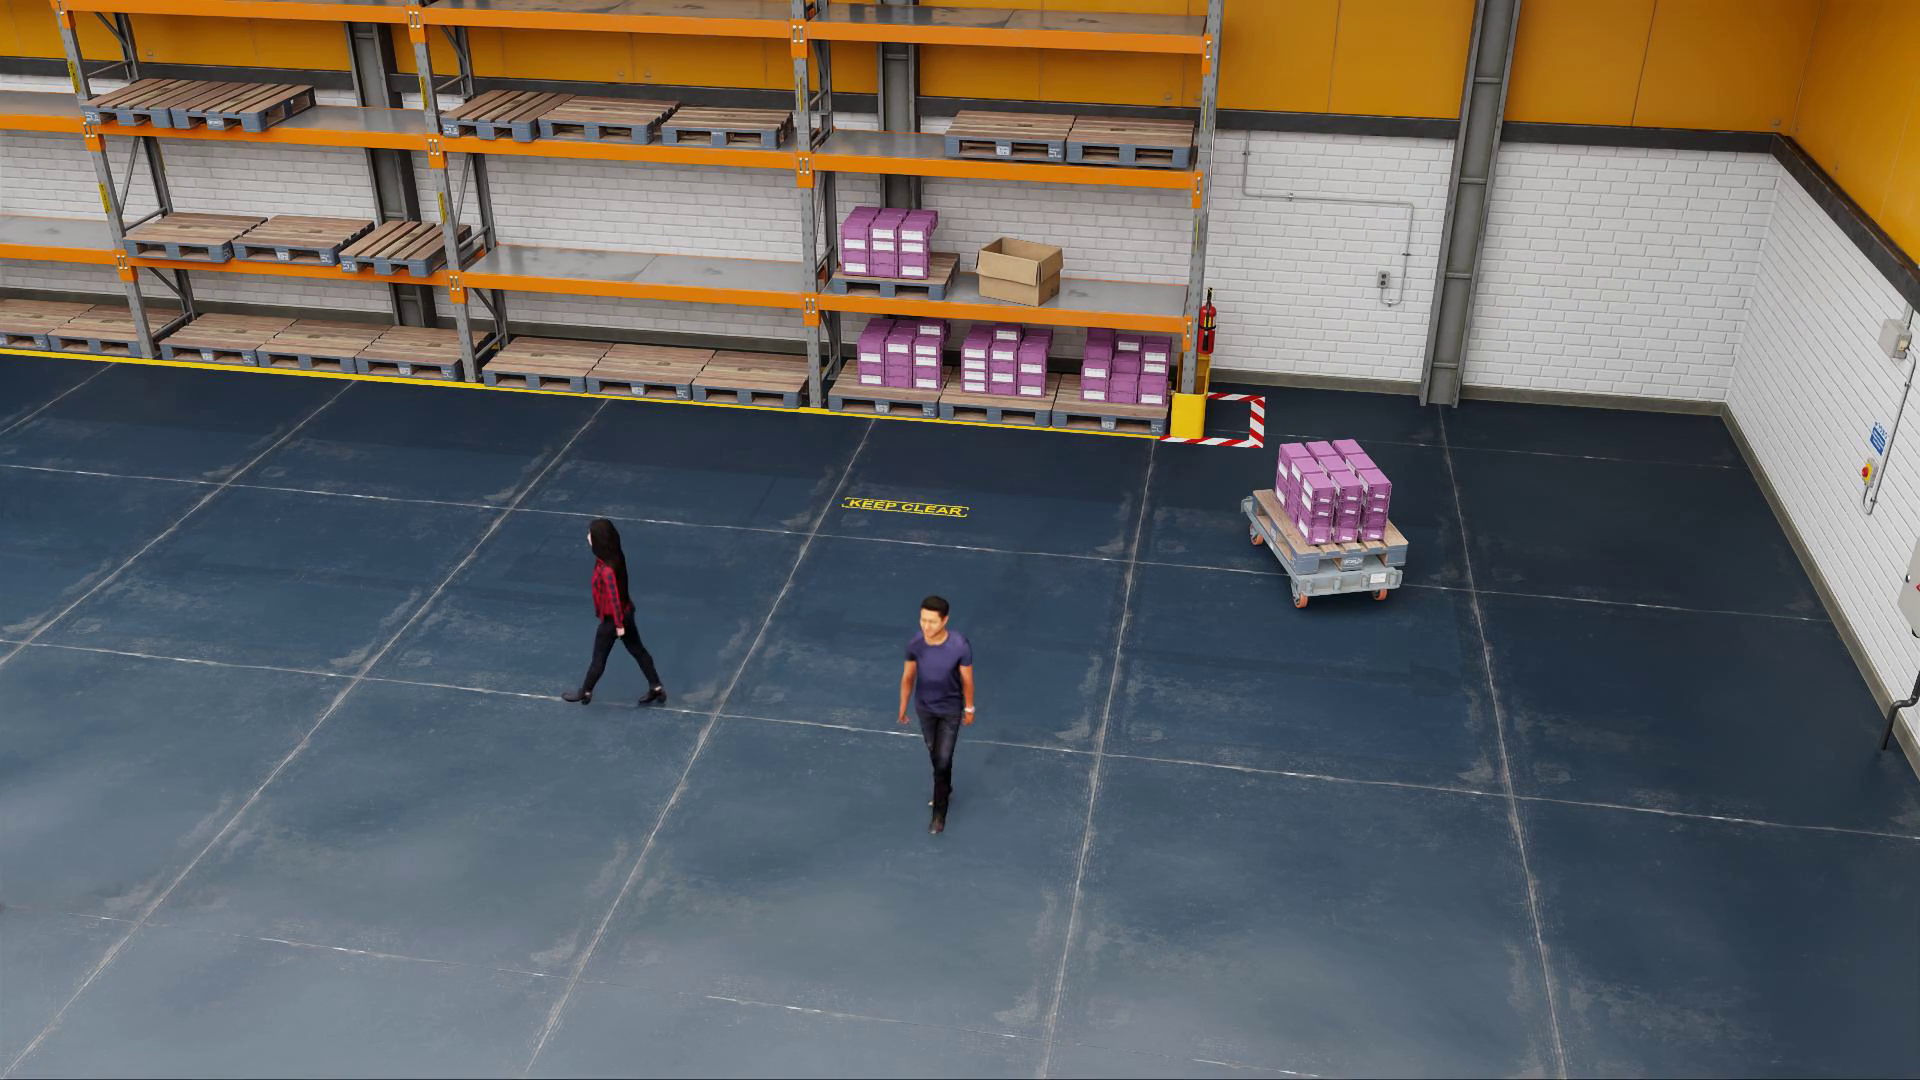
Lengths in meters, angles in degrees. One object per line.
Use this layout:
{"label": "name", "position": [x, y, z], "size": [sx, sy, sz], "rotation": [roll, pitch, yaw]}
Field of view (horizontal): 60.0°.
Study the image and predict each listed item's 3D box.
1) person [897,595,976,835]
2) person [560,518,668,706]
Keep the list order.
{"label": "person", "position": [-0.111, 1.114, 11.582], "size": [0.840, 1.773, 0.825], "rotation": [11, 30, 19]}
{"label": "person", "position": [-2.526, 0.582, 12.718], "size": [1.101, 1.618, 0.797], "rotation": [-4, 29, -7]}
